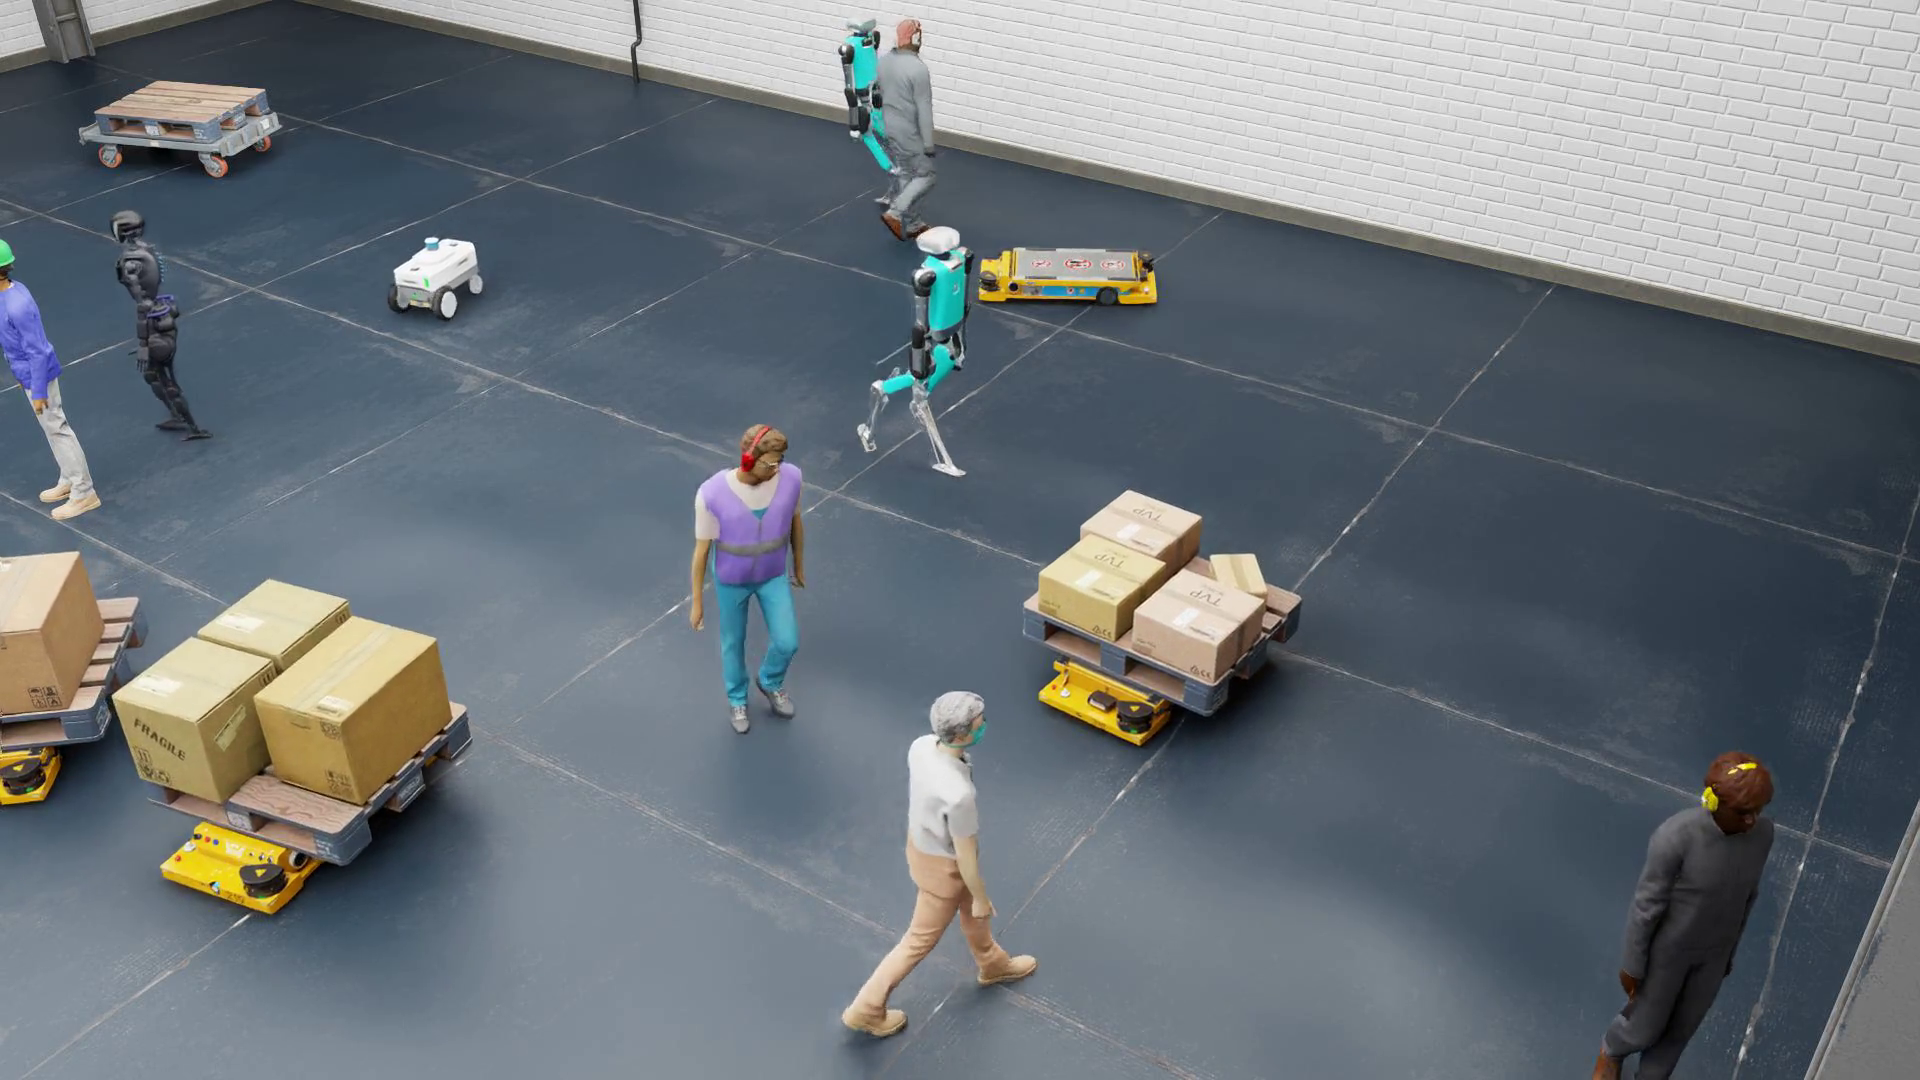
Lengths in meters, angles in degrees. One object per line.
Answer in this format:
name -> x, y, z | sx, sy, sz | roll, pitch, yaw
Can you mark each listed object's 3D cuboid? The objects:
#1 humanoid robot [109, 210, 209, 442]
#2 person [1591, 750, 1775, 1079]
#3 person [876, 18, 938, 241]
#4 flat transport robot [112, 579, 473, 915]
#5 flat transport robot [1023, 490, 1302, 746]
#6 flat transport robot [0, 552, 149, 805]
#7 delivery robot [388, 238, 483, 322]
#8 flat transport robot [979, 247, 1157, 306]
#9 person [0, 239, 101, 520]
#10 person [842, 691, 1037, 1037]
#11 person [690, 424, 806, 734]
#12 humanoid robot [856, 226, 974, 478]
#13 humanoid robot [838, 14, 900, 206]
humanoid robot -> -5.441, -1.400, 11.137 | 0.438, 1.649, 0.605 | -8, 34, -13
person -> 2.754, 1.558, 6.357 | 0.506, 1.867, 0.517 | -6, 33, -9
person -> -0.473, -3.443, 14.127 | 0.534, 1.875, 0.715 | -20, 38, -28
flat transport robot -> -3.217, 1.250, 8.311 | 0.659, 0.231, 1.431 | 12, 35, 18
flat transport robot -> 1.115, 0.611, 9.306 | 0.659, 0.231, 1.431 | 22, 39, 31
flat transport robot -> -5.033, 0.899, 8.857 | 0.659, 0.231, 1.431 | -5, 33, -8
delivery robot -> -4.176, -2.127, 13.273 | 0.499, 0.565, 0.745 | 11, 34, 17
flat transport robot -> 0.881, -2.157, 13.613 | 1.431, 0.231, 0.659 | 1, 33, 2
person -> -5.774, -1.008, 10.344 | 0.343, 1.874, 0.458 | -22, 39, -30
person -> -0.104, 1.335, 6.860 | 0.907, 1.703, 0.505 | -10, 34, -15
person -> -1.101, 0.204, 8.511 | 0.674, 1.815, 0.457 | -13, 35, -19
humanoid robot -> -0.370, -1.266, 10.903 | 0.914, 1.794, 0.546 | 22, 39, 30
humanoid robot -> -0.642, -3.633, 14.654 | 0.743, 1.894, 0.559 | 17, 37, 25
